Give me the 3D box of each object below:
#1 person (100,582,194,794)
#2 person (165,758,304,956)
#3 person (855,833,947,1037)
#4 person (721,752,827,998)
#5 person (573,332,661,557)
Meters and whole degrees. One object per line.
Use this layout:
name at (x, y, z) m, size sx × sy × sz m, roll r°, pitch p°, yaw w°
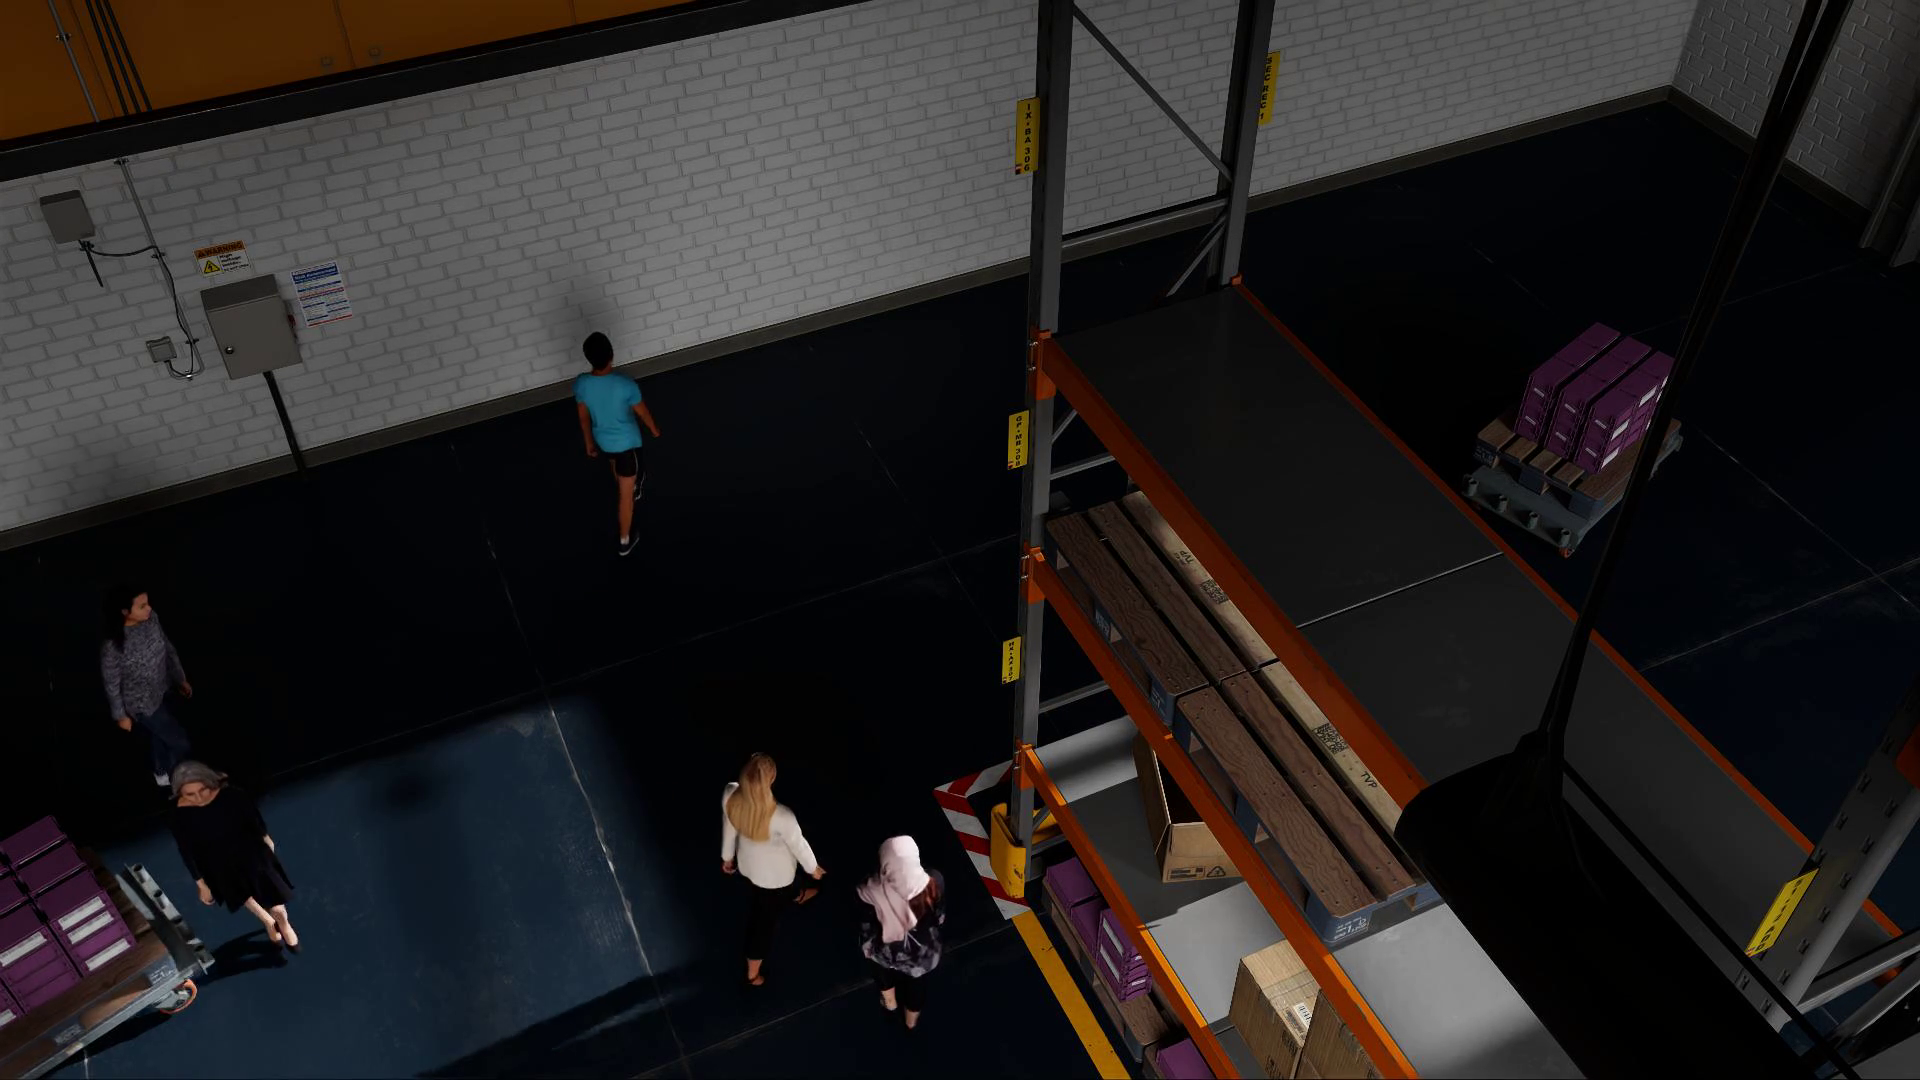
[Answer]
person at (-4.930, 0.927, 9.996) m, size 0.848 × 1.703 × 0.782 m, roll 13°, pitch 45°, yaw 13°
person at (-4.016, 1.702, 9.160) m, size 0.607 × 1.733 × 0.657 m, roll -18°, pitch 46°, yaw -18°
person at (-0.286, 2.156, 8.761) m, size 0.709 × 1.627 × 0.747 m, roll -7°, pitch 44°, yaw -7°
person at (-1.092, 1.852, 8.940) m, size 1.132 × 1.821 × 1.084 m, roll 23°, pitch 48°, yaw 22°
person at (-2.400, -0.621, 11.592) m, size 1.011 × 1.743 × 1.122 m, roll 9°, pitch 44°, yaw 9°
